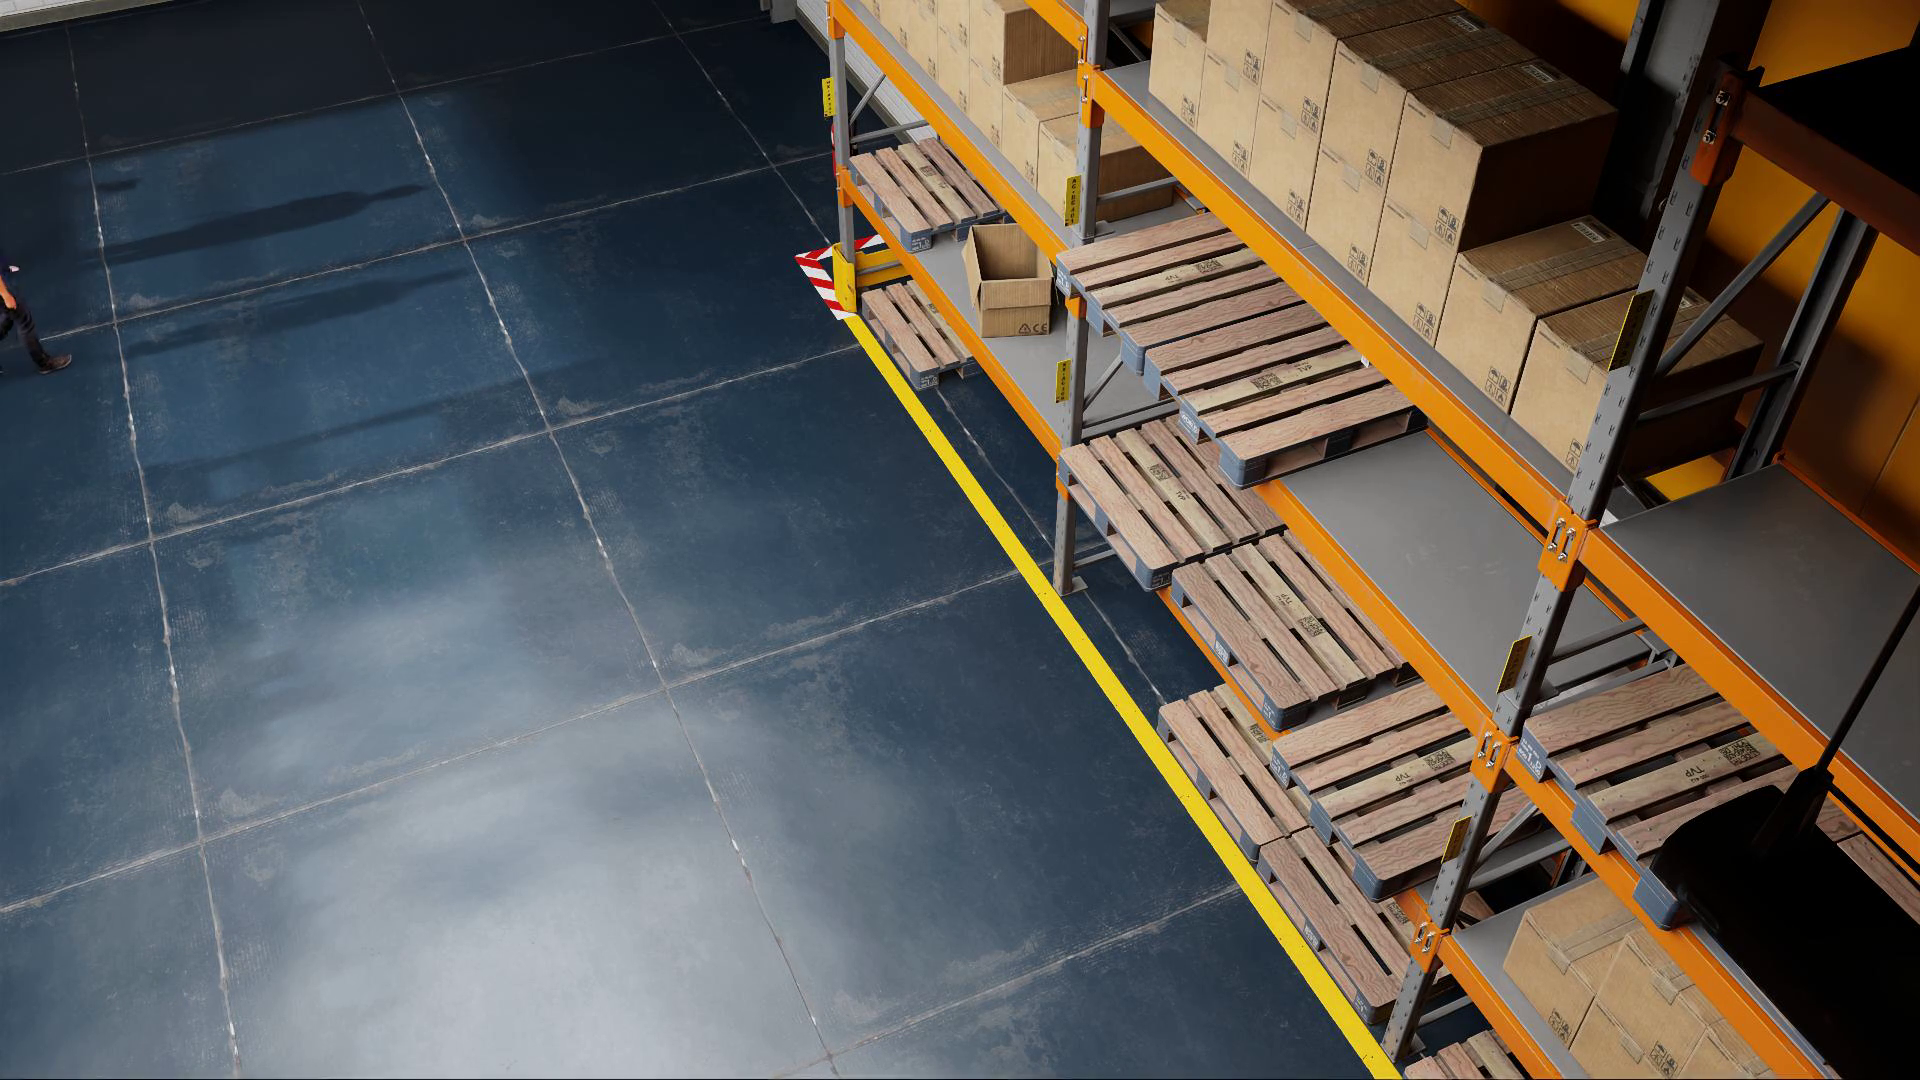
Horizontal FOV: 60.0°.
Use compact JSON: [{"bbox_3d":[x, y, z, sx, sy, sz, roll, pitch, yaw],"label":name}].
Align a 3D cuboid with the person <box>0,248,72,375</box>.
[{"bbox_3d":[-7.670,-1.981,13.086,0.843,1.776,0.927,-29,51,-27],"label":"person"}]
